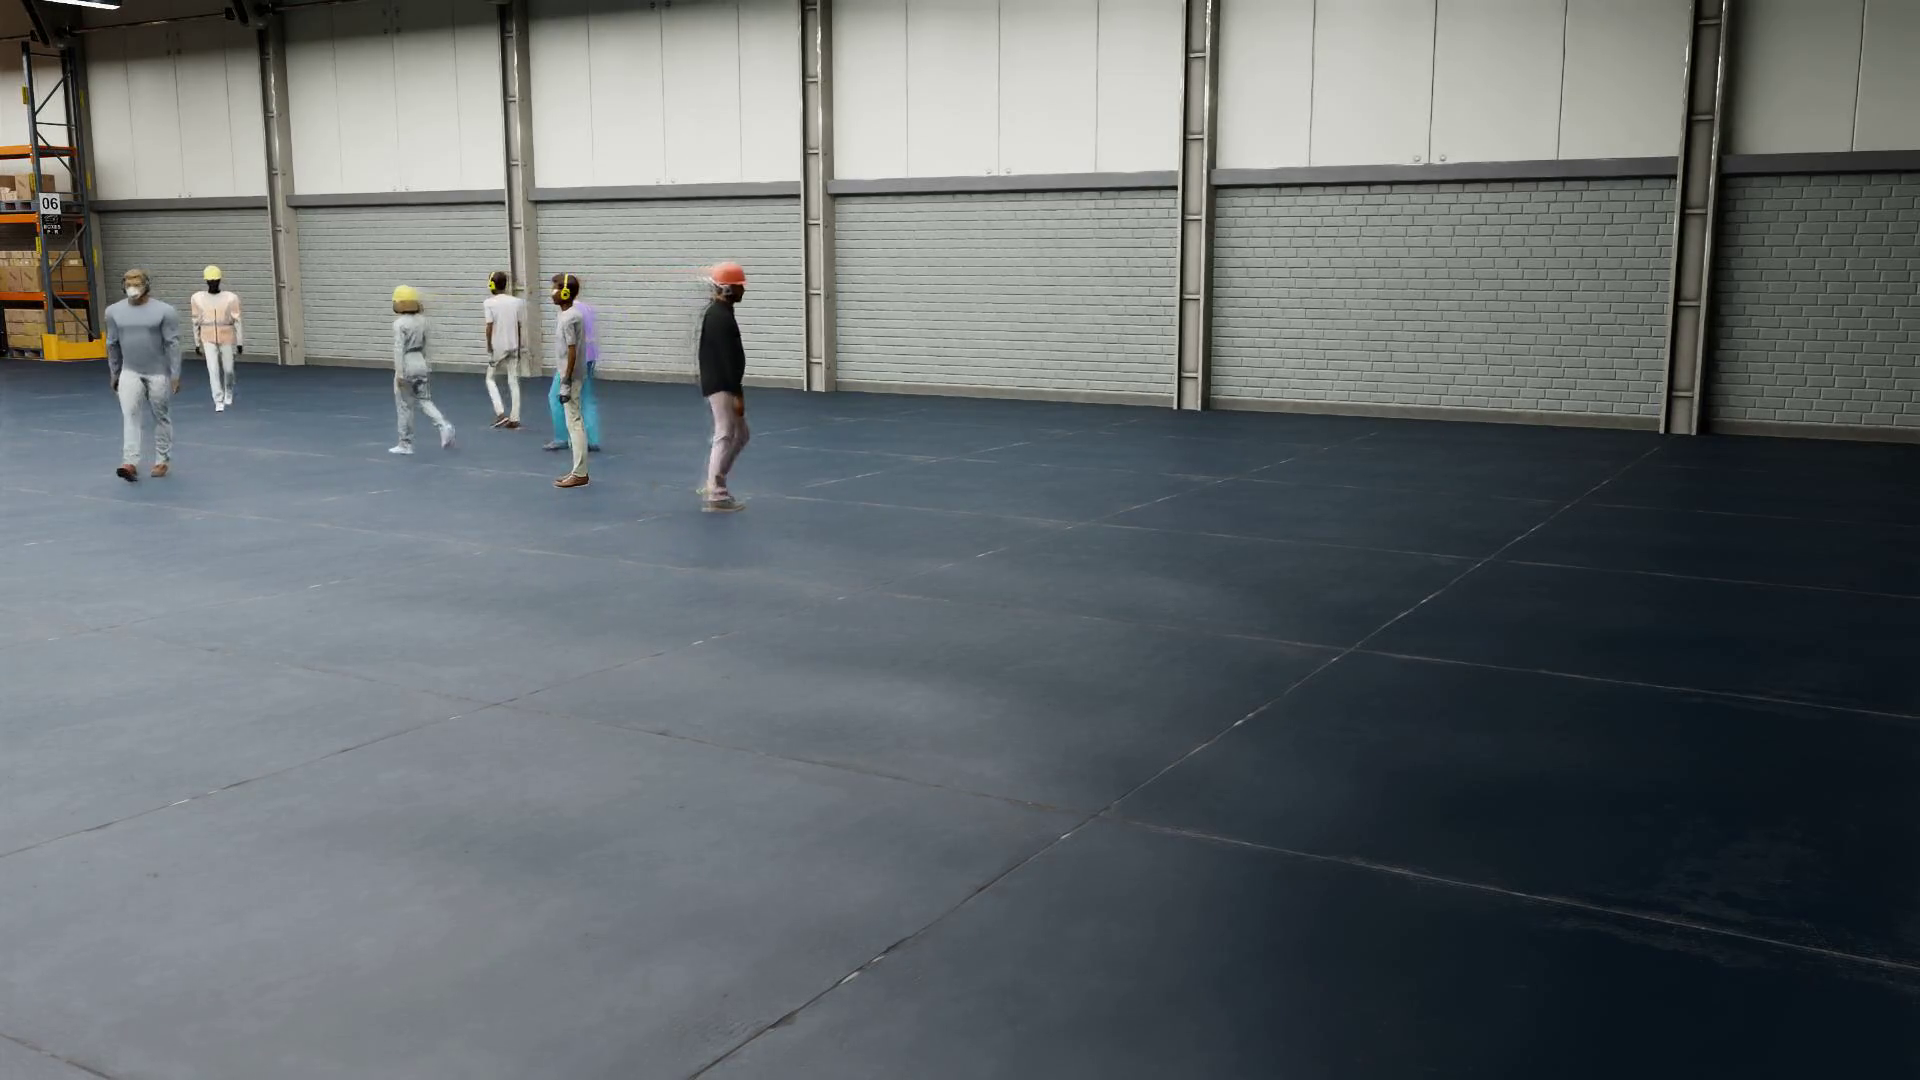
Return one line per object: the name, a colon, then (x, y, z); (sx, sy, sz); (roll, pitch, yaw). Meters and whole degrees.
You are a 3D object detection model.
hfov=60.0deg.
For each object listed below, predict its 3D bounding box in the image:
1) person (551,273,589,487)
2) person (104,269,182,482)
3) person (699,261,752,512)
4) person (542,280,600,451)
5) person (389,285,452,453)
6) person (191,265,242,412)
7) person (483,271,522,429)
person: (-3.439, -1.397, 14.610); (0.329, 1.876, 0.508); (-1, 10, -7)
person: (-7.355, -1.469, 14.950); (0.656, 1.896, 0.957); (-2, 10, -12)
person: (-1.841, -1.197, 13.128); (0.451, 1.974, 0.647); (-3, 10, -16)
person: (-4.059, -1.812, 17.203); (0.710, 1.819, 0.578); (3, 10, 16)
person: (-5.561, -1.732, 16.973); (0.650, 1.723, 0.493); (4, 11, 23)
person: (-9.758, -2.653, 21.868); (0.591, 1.908, 0.704); (-4, 11, -23)
person: (-5.339, -2.218, 19.500); (0.535, 1.852, 0.460); (-9, 14, -44)
